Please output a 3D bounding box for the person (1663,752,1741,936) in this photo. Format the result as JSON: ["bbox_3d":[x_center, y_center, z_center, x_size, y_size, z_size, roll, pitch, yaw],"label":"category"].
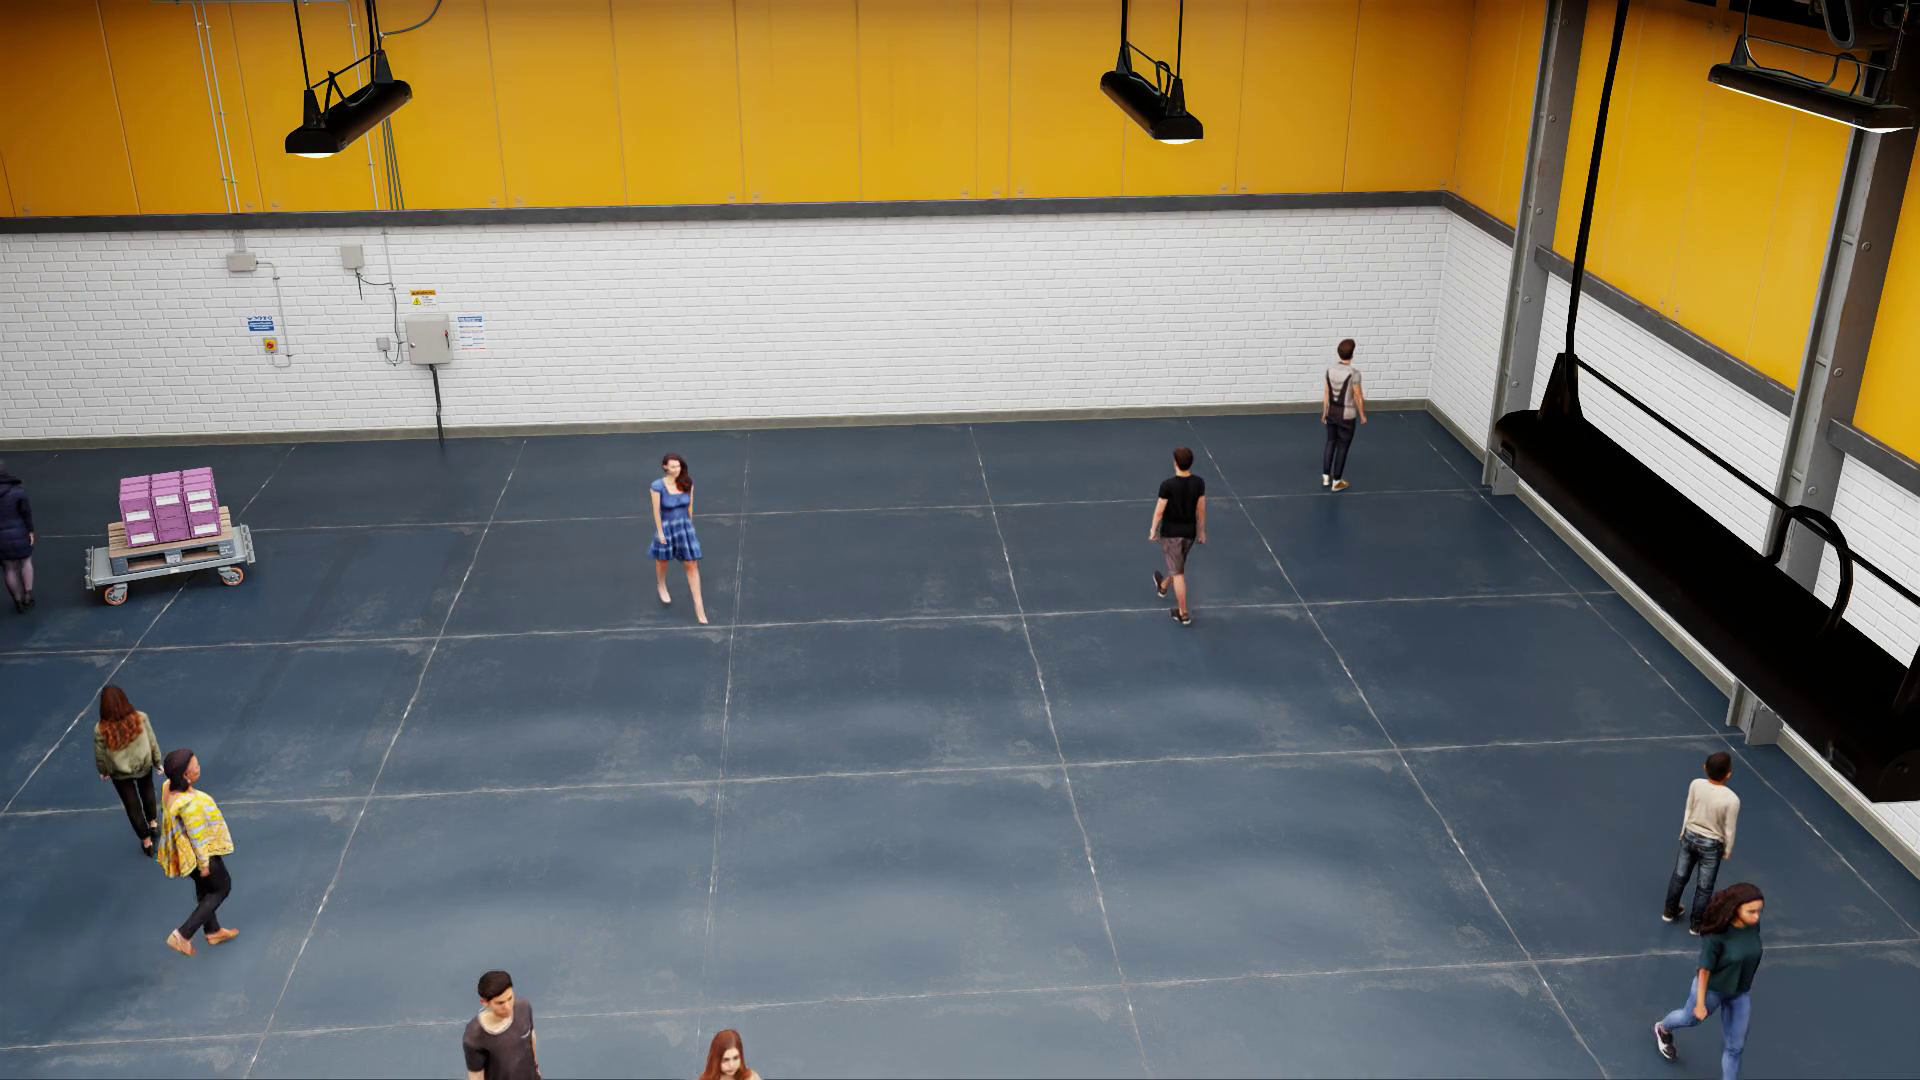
[{"bbox_3d":[5.451,2.216,12.222,0.672,1.460,0.592,-20,31,-38],"label":"person"}]

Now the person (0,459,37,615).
[{"bbox_3d":[-9.773,-0.013,17.066,0.767,1.665,0.766,-12,26,-25],"label":"person"}]

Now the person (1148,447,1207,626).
[{"bbox_3d":[2.257,-0.016,16.875,0.919,1.823,1.220,-9,25,-20],"label":"person"}]

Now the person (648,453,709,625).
[{"bbox_3d":[-2.961,-0.041,17.013,0.960,1.758,1.250,-13,27,-27],"label":"person"}]

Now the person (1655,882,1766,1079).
[{"bbox_3d":[4.809,2.835,10.661,0.730,1.575,1.166,-5,24,-12],"label":"person"}]

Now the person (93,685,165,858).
[{"bbox_3d":[-6.506,1.835,13.086,0.770,1.465,0.835,-16,28,-33],"label":"person"}]

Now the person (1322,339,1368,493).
[{"bbox_3d":[4.630,-1.503,20.199,0.765,1.885,0.837,22,32,40],"label":"person"}]

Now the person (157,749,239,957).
[{"bbox_3d":[-5.531,2.265,11.880,0.992,1.645,0.940,-21,31,-40],"label":"person"}]

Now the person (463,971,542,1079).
[{"bbox_3d":[-2.695,3.164,9.757,0.858,1.699,0.800,20,30,37],"label":"person"}]

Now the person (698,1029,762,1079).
[{"bbox_3d":[-1.300,3.380,9.268,0.624,1.692,0.953,-5,24,-12],"label":"person"}]
